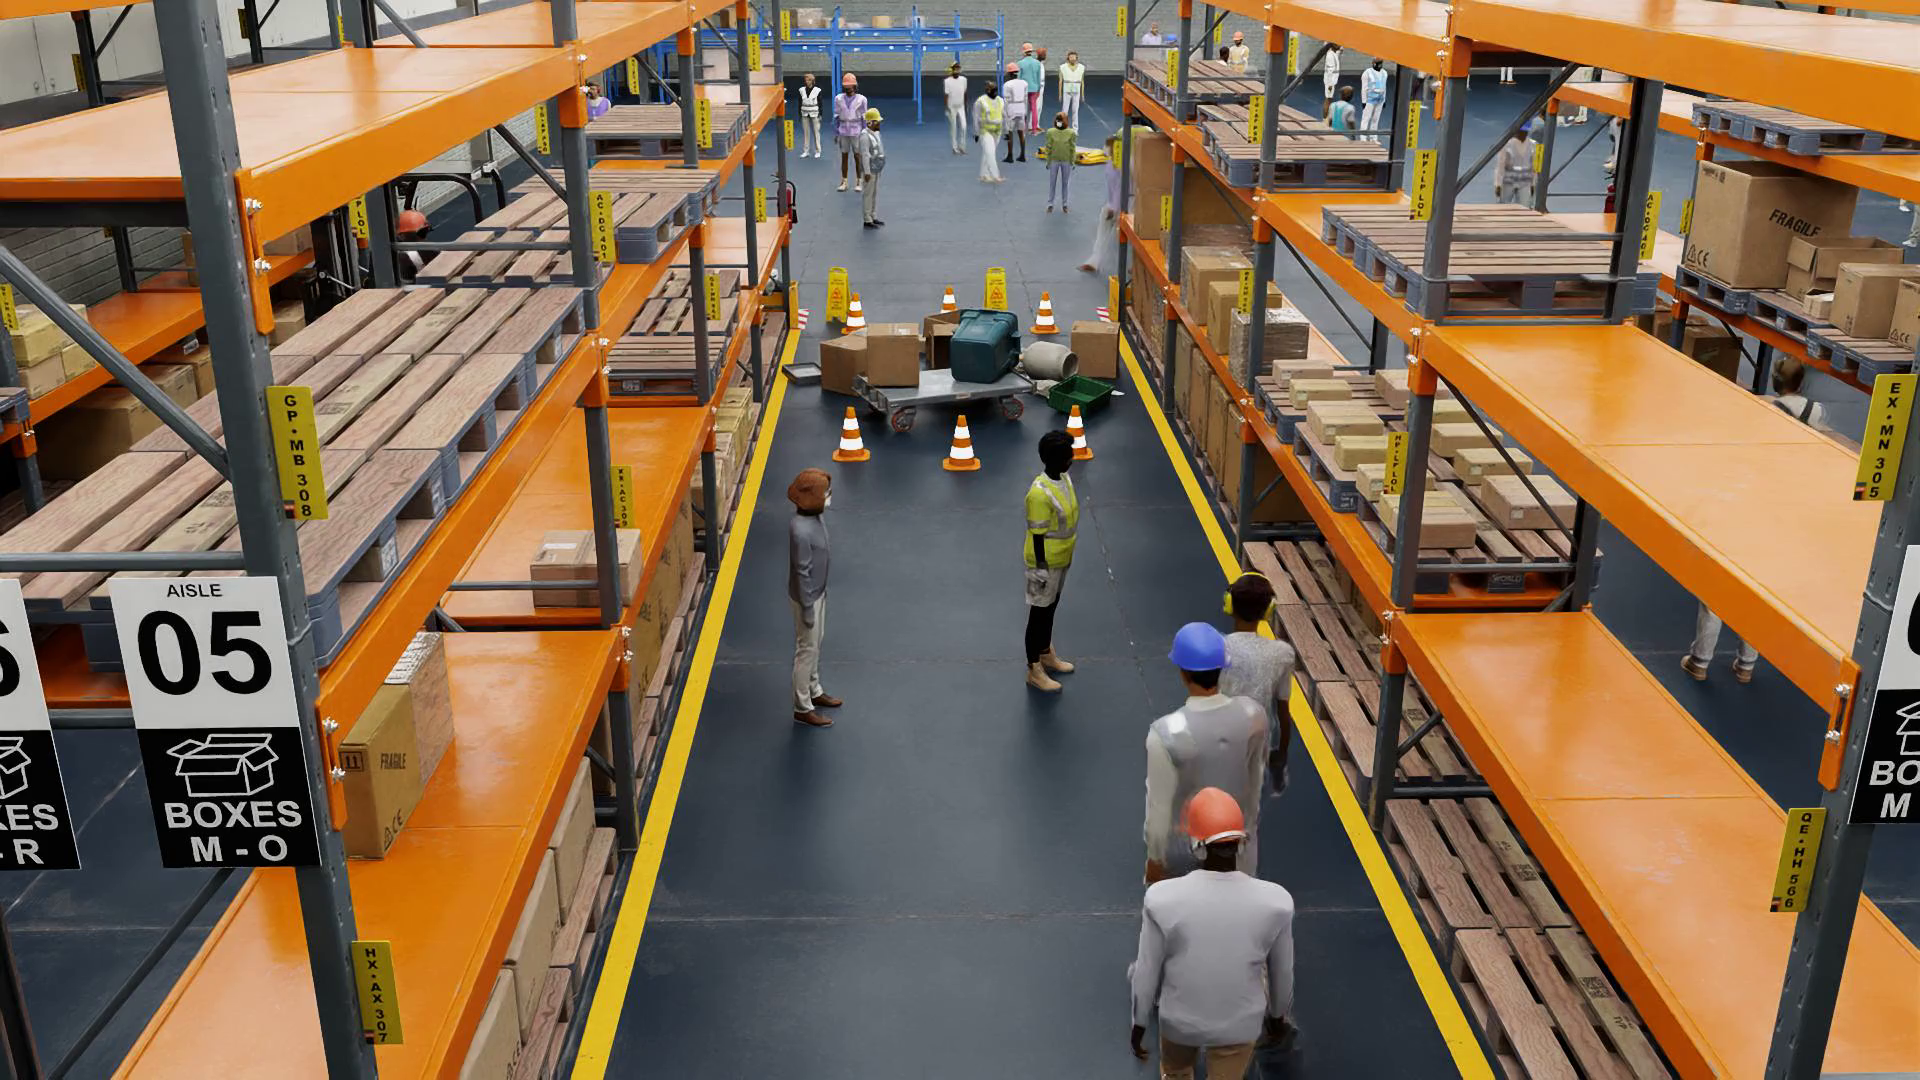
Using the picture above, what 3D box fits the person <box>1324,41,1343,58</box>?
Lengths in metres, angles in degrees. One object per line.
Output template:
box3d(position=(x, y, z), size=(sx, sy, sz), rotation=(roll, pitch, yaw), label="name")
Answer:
box3d(position=(11.105, -14.625, 49.408), size=(0.563, 1.751, 0.342), rotation=(3, 21, 8), label="person")

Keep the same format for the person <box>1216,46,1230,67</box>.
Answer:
box3d(position=(5.739, -9.926, 36.784), size=(0.407, 1.907, 0.598), rotation=(-5, 21, -14), label="person")

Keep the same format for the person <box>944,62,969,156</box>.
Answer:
box3d(position=(-0.037, -8.707, 33.638), size=(0.571, 1.837, 0.738), rotation=(-7, 22, -18), label="person")

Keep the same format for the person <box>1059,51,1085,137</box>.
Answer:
box3d(position=(2.446, -9.806, 36.545), size=(0.571, 1.843, 0.373), rotation=(-3, 21, -8), label="person")

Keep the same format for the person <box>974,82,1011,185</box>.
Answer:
box3d(position=(0.637, -7.352, 30.106), size=(0.645, 1.798, 0.936), rotation=(-15, 25, -35), label="person")

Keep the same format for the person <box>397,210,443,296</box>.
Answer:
box3d(position=(-5.165, -2.171, 16.111), size=(0.446, 2.034, 0.653), rotation=(8, 22, 20), label="person")

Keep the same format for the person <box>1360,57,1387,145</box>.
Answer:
box3d(position=(8.742, -9.260, 35.107), size=(0.620, 1.845, 0.430), rotation=(-10, 23, -24), label="person")

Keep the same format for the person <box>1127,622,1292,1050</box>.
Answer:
box3d(position=(1.097, 1.291, 7.134), size=(0.611, 1.913, 0.880), rotation=(-11, 23, -27), label="person")

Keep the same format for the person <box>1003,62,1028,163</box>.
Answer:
box3d(position=(1.076, -8.426, 32.794), size=(0.561, 1.922, 0.414), rotation=(-11, 23, -27), label="person")

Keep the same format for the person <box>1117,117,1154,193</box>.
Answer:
box3d(position=(2.703, -5.775, 25.777), size=(0.594, 1.924, 0.382), rotation=(-2, 21, -5), label="person")

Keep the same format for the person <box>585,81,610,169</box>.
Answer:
box3d(position=(-6.558, -7.334, 30.008), size=(0.563, 1.847, 0.390), rotation=(-2, 21, -7), label="person")

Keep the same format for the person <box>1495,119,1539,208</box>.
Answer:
box3d(position=(8.153, -5.260, 24.437), size=(0.624, 1.914, 0.934), rotation=(1, 21, 3), label="person")

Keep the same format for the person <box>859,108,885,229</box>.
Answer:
box3d(position=(-1.363, -5.809, 25.997), size=(0.404, 1.834, 0.592), rotation=(6, 22, 15), label="person")

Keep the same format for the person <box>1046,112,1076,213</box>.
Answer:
box3d(position=(1.653, -6.205, 27.322), size=(0.501, 1.631, 0.285), rotation=(1, 21, 2), label="person")

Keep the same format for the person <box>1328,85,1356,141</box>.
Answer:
box3d(position=(6.756, -7.109, 29.435), size=(0.398, 1.821, 0.543), rotation=(-18, 27, -39), label="person")

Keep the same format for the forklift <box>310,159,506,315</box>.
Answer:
box3d(position=(-5.622, -2.910, 17.832), size=(2.313, 2.155, 1.214), rotation=(-1, 21, -1), label="forklift")

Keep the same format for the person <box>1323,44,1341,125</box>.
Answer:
box3d(position=(8.520, -10.492, 38.082), size=(0.378, 2.045, 0.605), rotation=(6, 22, 15), label="person")

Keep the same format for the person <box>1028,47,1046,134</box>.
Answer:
box3d(position=(1.732, -10.037, 37.127), size=(0.373, 1.869, 0.588), rotation=(7, 22, 17), label="person")

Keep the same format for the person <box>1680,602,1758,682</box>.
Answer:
box3d(position=(4.946, 0.028, 10.559), size=(0.627, 1.844, 0.429), rotation=(3, 21, 8), label="person")

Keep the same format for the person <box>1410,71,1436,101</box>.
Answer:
box3d(position=(12.168, -12.285, 42.999), size=(0.999, 1.904, 0.607), rotation=(2, 21, 6), label="person")

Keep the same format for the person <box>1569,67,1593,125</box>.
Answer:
box3d(position=(14.485, -10.488, 38.657), size=(0.508, 1.625, 0.288), rotation=(-17, 27, -38), label="person")

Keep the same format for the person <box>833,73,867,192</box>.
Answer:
box3d(position=(-1.939, -7.161, 29.287), size=(0.627, 2.040, 0.394), rotation=(5, 21, 12), label="person")

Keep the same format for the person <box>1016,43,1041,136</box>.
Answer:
box3d(position=(1.495, -9.922, 36.660), size=(0.620, 1.988, 0.401), rotation=(-8, 22, -19), label="person")

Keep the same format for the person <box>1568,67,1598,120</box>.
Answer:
box3d(position=(14.799, -10.945, 39.454), size=(0.591, 1.919, 0.392), rotation=(8, 22, 19), label="person")

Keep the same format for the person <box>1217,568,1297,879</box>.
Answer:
box3d(position=(1.291, 1.040, 7.867), size=(0.547, 1.851, 0.403), rotation=(0, 21, -1), label="person")

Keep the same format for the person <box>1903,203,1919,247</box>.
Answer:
box3d(position=(14.305, -5.198, 24.520), size=(0.485, 1.736, 0.321), rotation=(0, 21, -1), label="person")

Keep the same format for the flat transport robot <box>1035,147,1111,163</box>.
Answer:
box3d(position=(2.259, -7.708, 33.188), size=(1.431, 0.197, 0.652), rotation=(18, 27, 39), label="flat transport robot")

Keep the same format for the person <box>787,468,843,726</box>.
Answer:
box3d(position=(-0.893, 0.337, 10.045), size=(0.288, 1.626, 0.508), rotation=(2, 21, 5), label="person")

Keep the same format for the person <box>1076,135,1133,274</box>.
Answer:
box3d(position=(2.132, -4.529, 22.559), size=(1.018, 1.890, 0.639), rotation=(-8, 22, -20), label="person")

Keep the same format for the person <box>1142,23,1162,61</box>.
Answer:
box3d(position=(5.161, -12.861, 44.537), size=(0.652, 1.904, 0.403), rotation=(-15, 25, -34), label="person")

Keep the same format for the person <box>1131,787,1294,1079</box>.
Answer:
box3d(position=(0.935, 1.728, 6.222), size=(0.604, 1.716, 0.584), rotation=(1, 21, 2), label="person")

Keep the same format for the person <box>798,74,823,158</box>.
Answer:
box3d(position=(-3.007, -8.527, 33.449), size=(0.522, 1.640, 0.306), rotation=(7, 22, 17), label="person")

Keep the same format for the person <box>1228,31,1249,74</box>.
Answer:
box3d(position=(6.842, -11.545, 41.034), size=(0.539, 1.929, 0.385), rotation=(15, 25, 34), label="person")

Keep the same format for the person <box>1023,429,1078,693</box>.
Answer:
box3d(position=(0.575, 0.115, 10.529), size=(0.319, 1.697, 0.532), rotation=(8, 22, 20), label="person")
